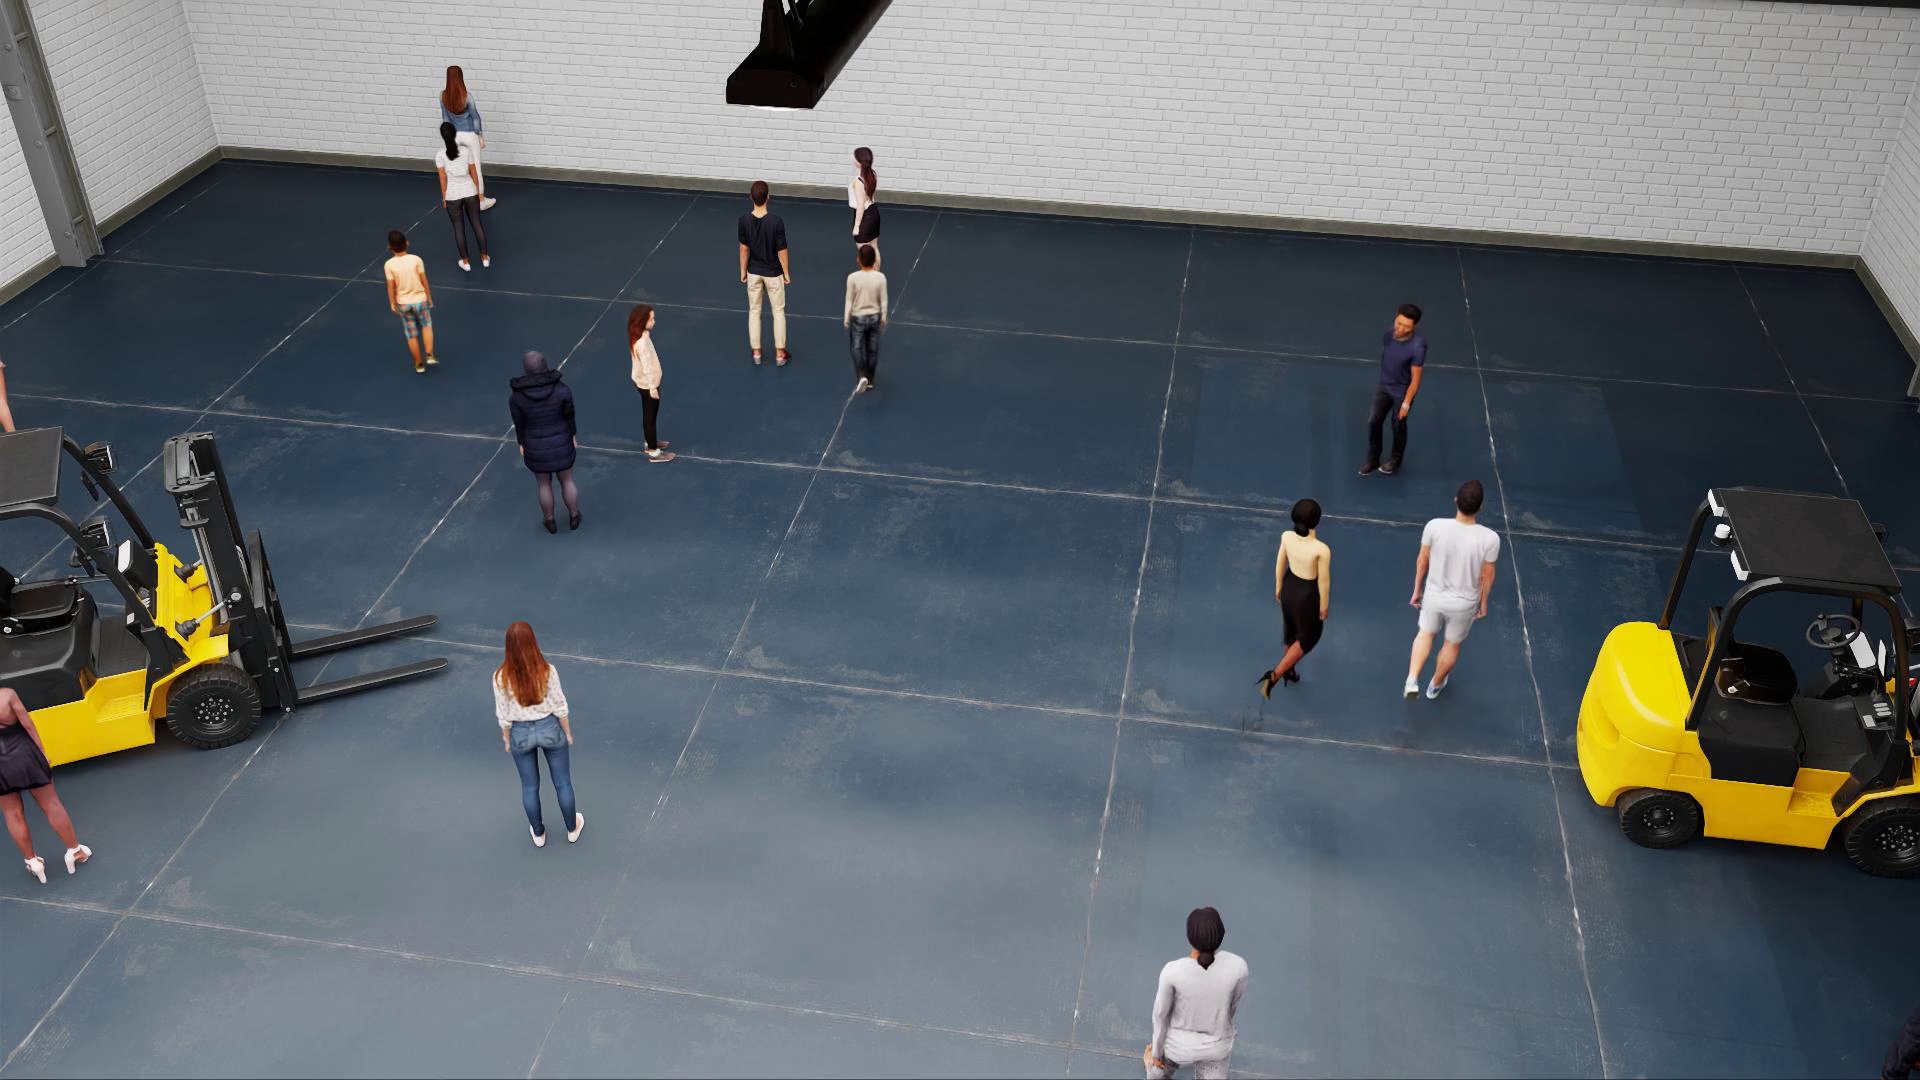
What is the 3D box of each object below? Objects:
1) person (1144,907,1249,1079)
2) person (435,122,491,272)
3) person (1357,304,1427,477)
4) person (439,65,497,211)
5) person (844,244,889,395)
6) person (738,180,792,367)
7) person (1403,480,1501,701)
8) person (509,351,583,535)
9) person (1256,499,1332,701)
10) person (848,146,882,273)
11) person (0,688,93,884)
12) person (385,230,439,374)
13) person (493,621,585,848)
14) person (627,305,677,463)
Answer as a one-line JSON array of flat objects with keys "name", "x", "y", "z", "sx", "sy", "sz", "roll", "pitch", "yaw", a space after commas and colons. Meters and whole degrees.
[{"name": "person", "x": 1.223, "y": 2.623, "z": 8.470, "sx": 0.802, "sy": 1.696, "sz": 1.143, "roll": -1, "pitch": 34, "yaw": -2}, {"name": "person", "x": -5.426, "y": -3.743, "z": 18.098, "sx": 0.650, "sy": 1.642, "sz": 0.689, "roll": -16, "pitch": 37, "yaw": -23}, {"name": "person", "x": 3.798, "y": -1.310, "z": 14.351, "sx": 0.926, "sy": 1.737, "sz": 0.866, "roll": -16, "pitch": 37, "yaw": -23}, {"name": "person", "x": -5.815, "y": -4.714, "z": 19.503, "sx": 0.614, "sy": 1.702, "sz": 0.503, "roll": 6, "pitch": 34, "yaw": 9}, {"name": "person", "x": -0.878, "y": -2.052, "z": 15.723, "sx": 0.738, "sy": 1.454, "sz": 0.863, "roll": -10, "pitch": 35, "yaw": -14}, {"name": "person", "x": -1.894, "y": -2.592, "z": 16.175, "sx": 0.629, "sy": 1.852, "sz": 0.539, "roll": 5, "pitch": 34, "yaw": 8}, {"name": "person", "x": 3.417, "y": 0.426, "z": 11.644, "sx": 0.853, "sy": 1.842, "sz": 1.003, "roll": 17, "pitch": 37, "yaw": 24}, {"name": "person", "x": -3.383, "y": -0.807, "z": 13.652, "sx": 0.780, "sy": 1.673, "sz": 0.799, "roll": -9, "pitch": 35, "yaw": -14}, {"name": "person", "x": 2.370, "y": 0.464, "z": 11.772, "sx": 0.931, "sy": 1.637, "sz": 0.838, "roll": -28, "pitch": 43, "yaw": -35}, {"name": "person", "x": -0.989, "y": -3.348, "z": 17.495, "sx": 0.654, "sy": 1.649, "sz": 0.508, "roll": 12, "pitch": 36, "yaw": 18}, {"name": "person", "x": -5.834, "y": 1.389, "z": 10.245, "sx": 0.674, "sy": 1.787, "sz": 0.707, "roll": -12, "pitch": 35, "yaw": -17}, {"name": "person", "x": -5.280, "y": -2.272, "z": 16.058, "sx": 0.658, "sy": 1.450, "sz": 0.709, "roll": -13, "pitch": 36, "yaw": -19}, {"name": "person", "x": -2.682, "y": 1.229, "z": 10.538, "sx": 0.645, "sy": 1.729, "sz": 0.616, "roll": -6, "pitch": 34, "yaw": -9}, {"name": "person", "x": -2.762, "y": -1.397, "z": 14.713, "sx": 0.704, "sy": 1.481, "sz": 0.594, "roll": -10, "pitch": 35, "yaw": -15}]
